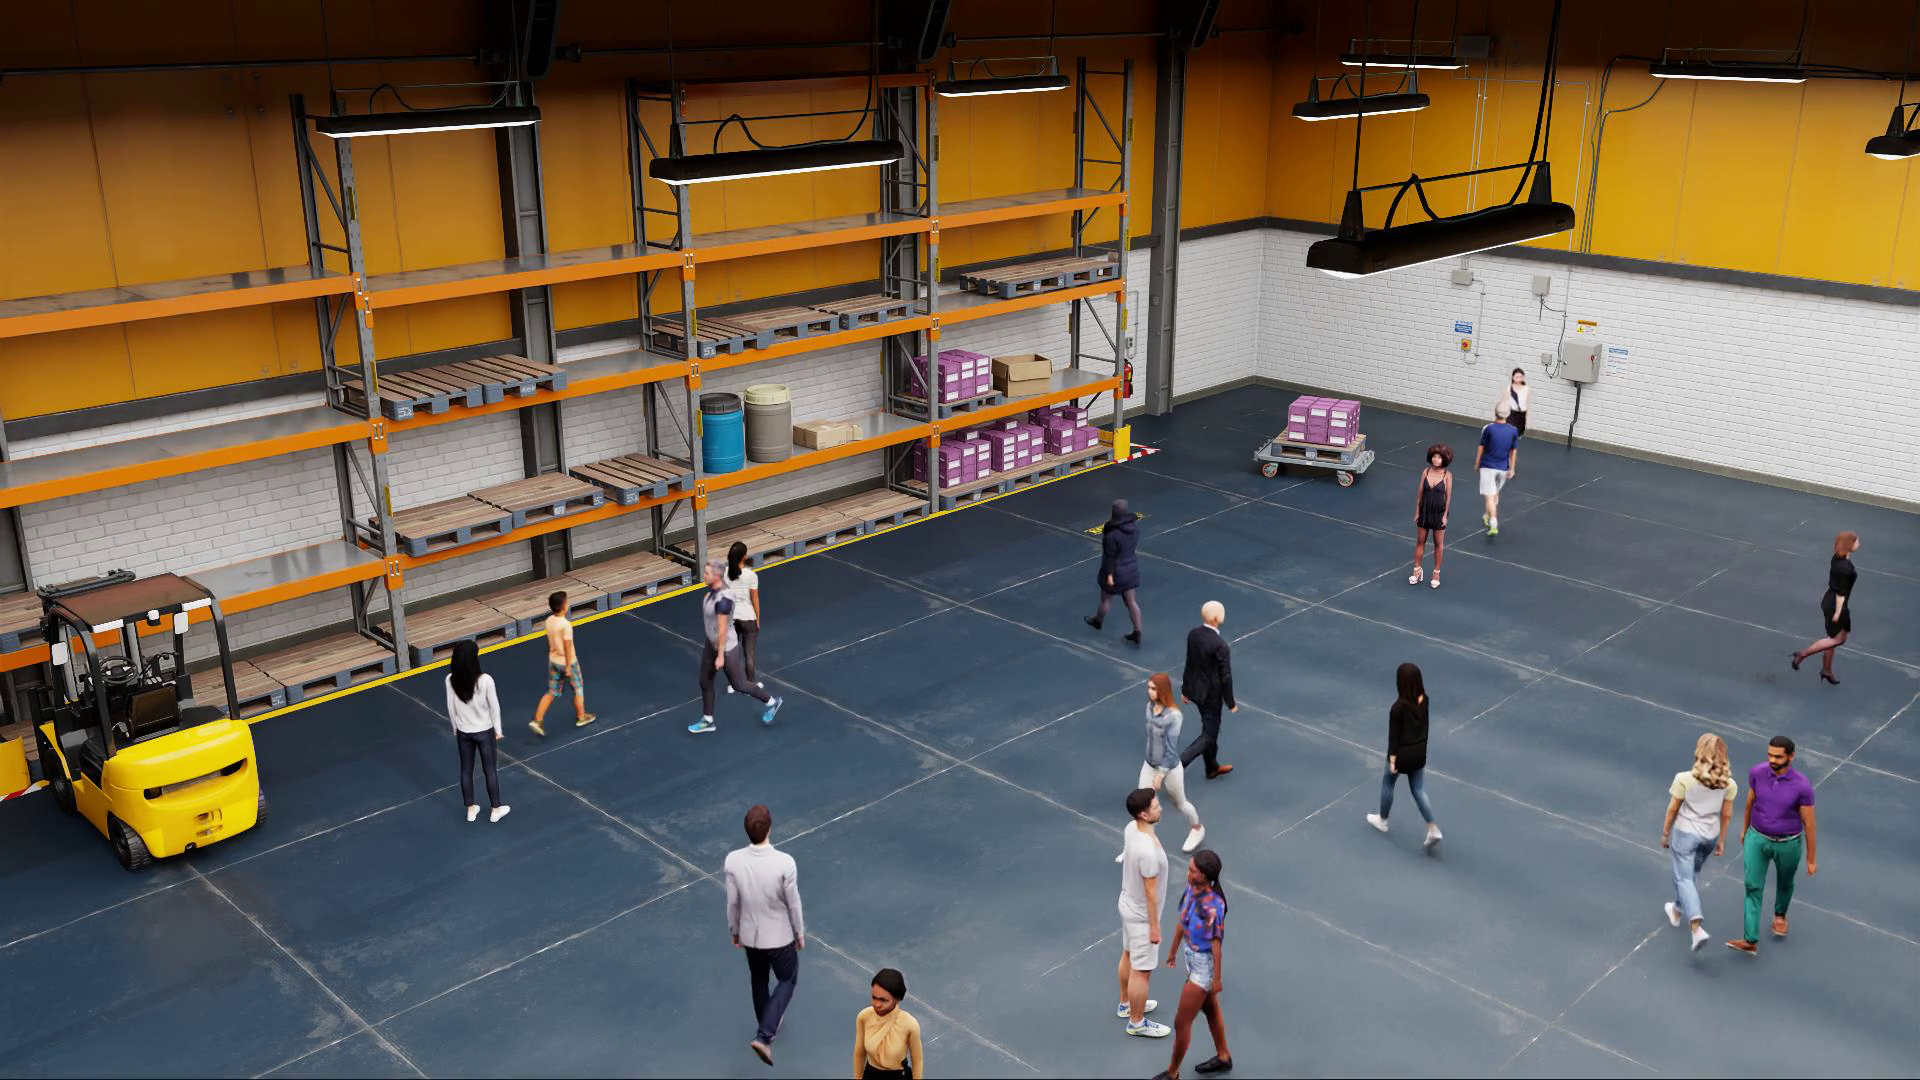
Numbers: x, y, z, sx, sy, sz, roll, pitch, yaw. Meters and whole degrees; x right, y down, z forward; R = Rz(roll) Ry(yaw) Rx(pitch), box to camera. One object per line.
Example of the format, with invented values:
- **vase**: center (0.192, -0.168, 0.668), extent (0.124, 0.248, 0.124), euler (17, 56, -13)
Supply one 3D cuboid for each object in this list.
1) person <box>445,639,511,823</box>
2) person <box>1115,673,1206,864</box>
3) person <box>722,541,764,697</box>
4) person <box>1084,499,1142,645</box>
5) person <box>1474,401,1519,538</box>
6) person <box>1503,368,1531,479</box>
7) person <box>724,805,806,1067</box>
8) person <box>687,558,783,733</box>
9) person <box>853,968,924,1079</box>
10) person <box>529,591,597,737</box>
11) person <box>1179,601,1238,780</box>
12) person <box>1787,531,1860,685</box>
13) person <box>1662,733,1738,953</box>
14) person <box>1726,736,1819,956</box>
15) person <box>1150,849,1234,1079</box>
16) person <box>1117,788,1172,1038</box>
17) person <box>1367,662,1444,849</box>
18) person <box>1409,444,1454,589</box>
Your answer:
- **person**: center (-4.257, 1.665, 14.584), extent (0.698, 1.700, 0.734), euler (2, 19, 7)
- **person**: center (1.785, 1.905, 13.932), extent (1.144, 1.661, 0.687), euler (-14, 23, -35)
- **person**: center (-2.275, 0.804, 17.229), extent (0.643, 1.643, 0.666), euler (4, 19, 13)
- **person**: center (1.839, 0.384, 18.505), extent (1.019, 1.626, 0.775), euler (-15, 24, -38)
- **person**: center (7.114, -0.912, 22.081), extent (1.173, 1.799, 1.197), euler (-1, 19, -3)
- **person**: center (8.294, -1.773, 24.911), extent (0.973, 1.625, 1.041), euler (1, 19, 2)
- **person**: center (-1.335, 2.705, 11.283), extent (0.965, 1.836, 1.108), euler (5, 19, 15)
- **person**: center (-2.226, 1.050, 16.267), extent (1.250, 1.792, 0.906), euler (-9, 21, -26)
- **person**: center (-0.420, 3.281, 9.860), extent (0.667, 1.653, 0.678), euler (6, 19, 16)
- **person**: center (-3.951, 1.237, 16.275), extent (0.669, 1.433, 1.014), euler (11, 22, 30)
- **person**: center (2.186, 1.439, 15.134), extent (1.183, 1.778, 0.913), euler (-9, 21, -24)
- **person**: center (9.082, 0.720, 17.407), extent (0.881, 1.690, 0.854), euler (3, 19, 10)
- **person**: center (5.619, 2.317, 12.647), extent (1.040, 1.701, 1.140), euler (1, 19, 4)
- **person**: center (6.252, 2.289, 12.708), extent (0.786, 1.715, 1.140), euler (15, 24, 37)
- **person**: center (1.692, 2.842, 11.068), extent (1.023, 1.714, 0.867), euler (-5, 19, -15)
- **person**: center (1.263, 2.577, 11.633), extent (0.787, 1.855, 0.767), euler (-3, 19, -8)
- **person**: center (3.869, 1.844, 14.178), extent (1.041, 1.620, 0.878), euler (-8, 20, -22)
- **person**: center (5.767, -0.304, 20.295), extent (0.602, 1.787, 0.604), euler (11, 21, 29)
